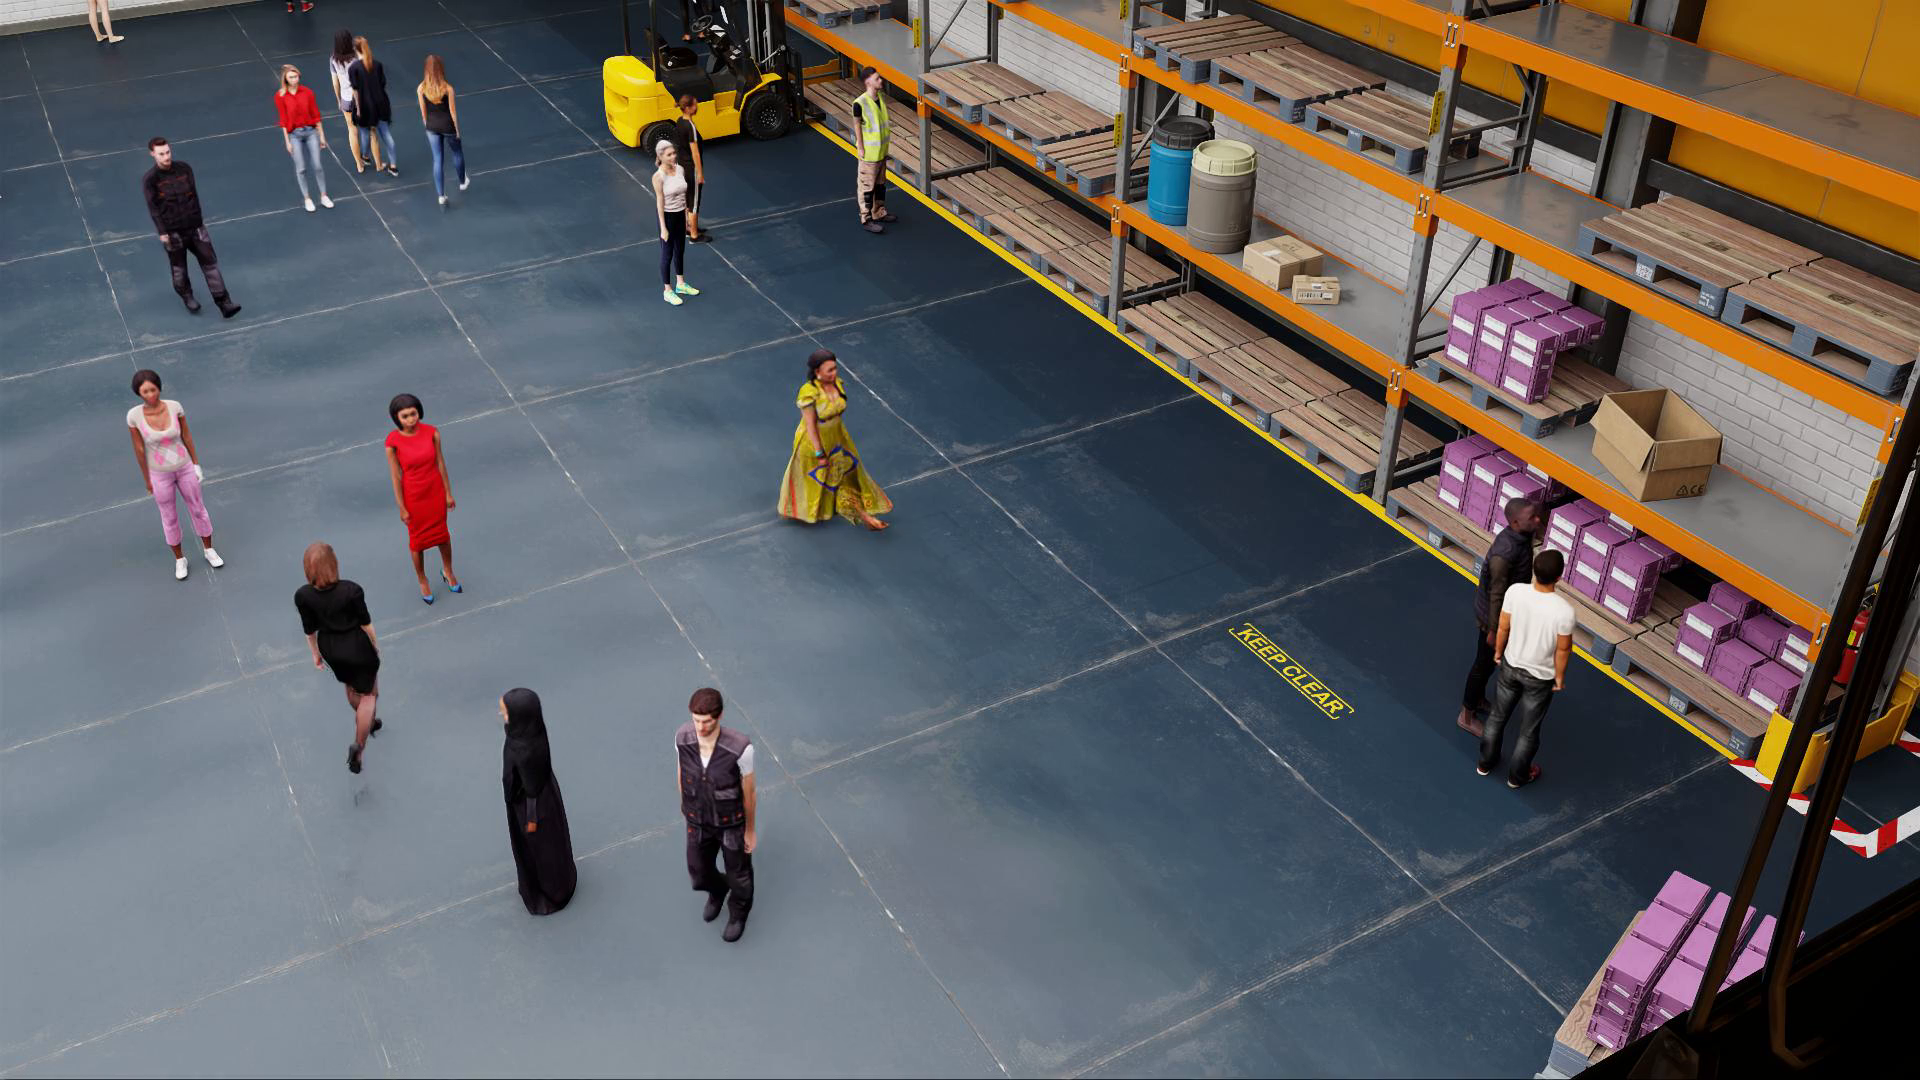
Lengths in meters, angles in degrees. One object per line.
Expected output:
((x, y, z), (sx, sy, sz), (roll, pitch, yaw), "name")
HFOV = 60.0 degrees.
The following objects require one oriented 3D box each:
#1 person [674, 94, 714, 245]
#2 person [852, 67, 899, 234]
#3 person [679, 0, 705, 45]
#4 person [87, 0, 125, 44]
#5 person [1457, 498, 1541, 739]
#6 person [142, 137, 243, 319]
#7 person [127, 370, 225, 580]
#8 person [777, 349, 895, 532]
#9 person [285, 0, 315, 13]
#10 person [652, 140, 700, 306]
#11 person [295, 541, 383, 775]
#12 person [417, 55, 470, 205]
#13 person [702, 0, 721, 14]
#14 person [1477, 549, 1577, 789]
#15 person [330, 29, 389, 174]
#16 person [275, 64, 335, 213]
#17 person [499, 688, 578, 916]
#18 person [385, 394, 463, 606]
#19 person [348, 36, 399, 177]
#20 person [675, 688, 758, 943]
((-2.985, -4.103, 18.352), (0.643, 1.669, 0.464), (-16, 37, -23), "person")
((-0.973, -4.396, 18.631), (0.893, 1.847, 0.846), (16, 37, 22), "person")
((-3.999, -8.190, 24.470), (0.609, 1.702, 0.534), (-19, 38, -26), "person")
((-12.790, -8.176, 24.502), (0.598, 1.644, 0.675), (12, 35, 17), "person")
((3.654, 0.503, 11.273), (0.762, 1.835, 0.777), (18, 38, 25), "person")
((-7.864, -3.137, 16.727), (1.240, 1.859, 0.914), (28, 43, 35), "person")
((-6.116, -0.527, 12.905), (0.578, 1.743, 0.526), (-21, 39, -28), "person")
((-1.181, -0.787, 13.418), (1.354, 1.608, 1.108), (22, 39, 29), "person")
((-10.467, -9.111, 25.808), (0.707, 1.756, 0.705), (-2, 34, -3), "person")
((-2.965, -3.287, 17.093), (0.688, 1.702, 0.681), (18, 38, 25), "person")
((-4.050, 0.799, 10.965), (0.881, 1.681, 1.079), (-2, 34, -3), "person")
((-6.018, -4.712, 19.254), (0.905, 1.685, 1.147), (-1, 34, -2), "person")
((-3.961, -8.895, 25.880), (0.546, 1.315, 0.615), (11, 35, 17), "person")
((3.686, 0.829, 10.810), (0.588, 1.804, 0.765), (27, 42, 35), "person")
((-7.310, -5.314, 20.115), (0.652, 1.733, 0.625), (-4, 34, -6), "person")
((-7.565, -4.633, 19.115), (0.618, 1.706, 0.517), (-20, 38, -27), "person")
((-2.544, 1.526, 9.930), (0.715, 1.616, 0.604), (-8, 35, -12), "person")
((-4.067, -0.321, 12.596), (0.586, 1.743, 0.523), (-21, 39, -29), "person")
((-7.017, -5.188, 19.993), (0.762, 1.658, 1.026), (-27, 42, -34), "person")
((-1.372, 1.545, 9.700), (0.791, 1.840, 0.845), (6, 34, 9), "person")
